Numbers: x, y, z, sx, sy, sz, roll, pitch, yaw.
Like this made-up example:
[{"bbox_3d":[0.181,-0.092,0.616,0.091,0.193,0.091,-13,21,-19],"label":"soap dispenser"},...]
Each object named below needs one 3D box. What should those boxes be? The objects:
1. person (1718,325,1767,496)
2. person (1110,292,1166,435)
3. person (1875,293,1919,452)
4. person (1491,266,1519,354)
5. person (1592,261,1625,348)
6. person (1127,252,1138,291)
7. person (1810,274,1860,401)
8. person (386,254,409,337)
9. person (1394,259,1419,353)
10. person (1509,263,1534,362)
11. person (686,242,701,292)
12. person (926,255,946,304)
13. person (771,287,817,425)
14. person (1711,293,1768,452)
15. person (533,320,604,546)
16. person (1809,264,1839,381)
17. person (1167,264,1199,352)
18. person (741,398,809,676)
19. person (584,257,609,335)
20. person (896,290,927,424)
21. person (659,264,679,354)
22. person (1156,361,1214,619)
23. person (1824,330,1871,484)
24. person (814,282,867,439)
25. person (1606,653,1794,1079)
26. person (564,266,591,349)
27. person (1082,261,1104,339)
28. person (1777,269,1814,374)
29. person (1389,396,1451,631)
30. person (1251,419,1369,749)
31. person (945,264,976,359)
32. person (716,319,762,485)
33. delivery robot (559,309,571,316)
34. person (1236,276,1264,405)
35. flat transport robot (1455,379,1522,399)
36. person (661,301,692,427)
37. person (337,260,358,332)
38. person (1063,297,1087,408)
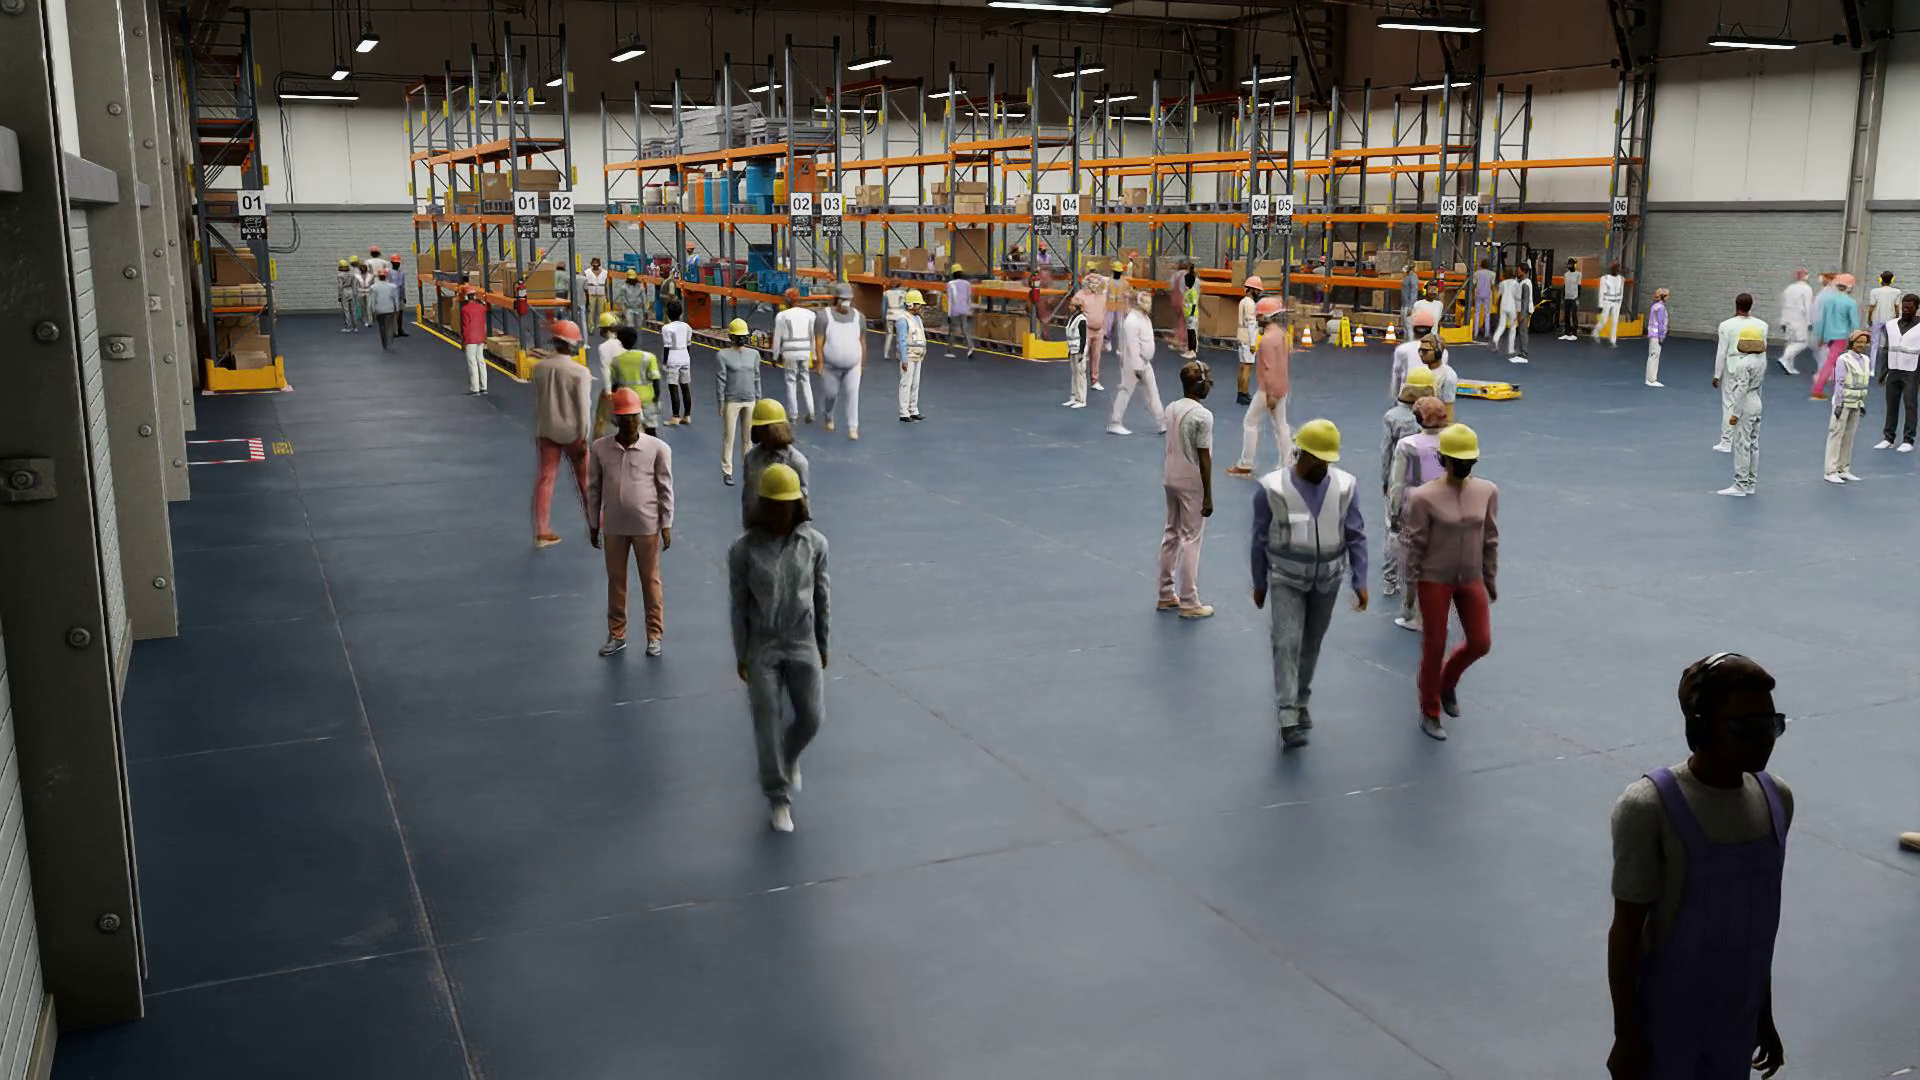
[{"bbox_3d":[8.024,-1.321,17.002,0.487,1.745,0.290,-10,15,-42],"label":"person"},{"bbox_3d":[2.393,-2.272,21.545,0.980,1.856,0.678,5,12,26],"label":"person"},{"bbox_3d":[11.473,-2.030,20.185,0.397,1.911,0.587,-6,13,-29],"label":"person"},{"bbox_3d":[11.116,-4.656,33.792,0.527,1.820,0.790,10,15,42],"label":"person"},{"bbox_3d":[13.952,-5.071,35.778,0.578,1.864,0.731,-2,11,-9],"label":"person"},{"bbox_3d":[4.992,-7.419,47.967,0.343,1.749,0.573,-2,11,-8],"label":"person"},{"bbox_3d":[13.571,-3.113,25.610,1.017,1.938,0.646,-3,11,-14],"label":"person"},{"bbox_3d":[-13.087,-5.674,38.667,0.400,1.928,0.543,6,13,28],"label":"person"},{"bbox_3d":[9.125,-4.739,33.875,0.372,1.940,0.631,0,11,1],"label":"person"},{"bbox_3d":[10.891,-4.390,32.150,0.397,1.919,0.590,3,11,14],"label":"person"},{"bbox_3d":[-7.804,-7.626,48.276,0.605,2.045,0.385,7,13,30],"label":"person"},{"bbox_3d":[-0.585,-6.650,43.913,0.575,1.820,0.622,9,15,40],"label":"person"},{"bbox_3d":[-2.254,-2.502,22.677,0.585,1.874,0.466,-7,13,-33],"label":"person"},{"bbox_3d":[9.407,-2.013,20.103,0.620,1.917,0.415,0,11,-1],"label":"person"},{"bbox_3d":[-3.453,-0.948,14.604,0.625,1.941,1.019,4,12,19],"label":"person"},{"bbox_3d":[14.943,-3.770,28.690,0.540,2.000,0.761,3,12,15],"label":"person"},{"bbox_3d":[4.680,-4.844,34.672,0.567,1.839,0.829,-6,13,-28],"label":"person"},{"bbox_3d":[-1.170,-0.018,10.385,0.492,1.742,0.318,6,13,29],"label":"person"},{"bbox_3d":[-8.605,-5.771,39.373,0.563,1.839,0.393,-5,12,-24],"label":"person"},{"bbox_3d":[-0.662,-2.513,22.868,0.403,1.824,0.591,5,12,22],"label":"person"},{"bbox_3d":[-5.944,-4.715,34.010,0.390,1.840,0.565,-5,12,-26],"label":"person"},{"bbox_3d":[1.632,-0.359,11.891,0.349,1.837,0.502,-6,13,-28],"label":"person"},{"bbox_3d":[9.532,-1.431,17.833,0.515,1.636,0.315,-7,13,-30],"label":"person"},{"bbox_3d":[-1.532,-2.331,21.379,0.692,2.000,0.771,-2,11,-12],"label":"person"},{"bbox_3d":[1.799,1.173,4.065,0.506,1.847,0.345,-4,12,-22],"label":"person"},{"bbox_3d":[-8.104,-4.971,35.234,0.534,1.868,0.310,-1,11,-7],"label":"person"},{"bbox_3d":[3.013,-5.394,37.571,0.589,1.800,0.874,-4,12,-21],"label":"person"},{"bbox_3d":[14.874,-3.877,29.640,0.523,1.884,0.669,-1,11,-7],"label":"person"},{"bbox_3d":[3.219,-0.177,11.467,0.519,1.632,0.322,0,11,-1],"label":"person"},{"bbox_3d":[1.908,0.234,9.017,0.584,1.772,0.881,-1,11,-6],"label":"person"},{"bbox_3d":[0.014,-4.531,32.985,0.590,1.886,0.941,-6,13,-27],"label":"person"},{"bbox_3d":[-2.336,-1.468,17.692,0.534,1.767,0.318,-8,14,-34],"label":"person"},{"bbox_3d":[-10.537,-6.216,44.671,0.477,0.478,0.707,-5,12,-23],"label":"delivery robot"},{"bbox_3d":[4.369,-3.000,25.063,0.368,1.929,0.542,-1,11,-4],"label":"person"},{"bbox_3d":[8.034,-2.394,26.209,0.652,0.197,1.431,-10,15,-41],"label":"flat transport robot"},{"bbox_3d":[-3.847,-2.387,22.542,0.316,1.696,0.540,7,13,31],"label":"person"},{"bbox_3d":[-14.964,-5.950,40.536,0.318,1.740,0.488,6,13,27],"label":"person"},{"bbox_3d":[1.734,-2.780,24.680,0.312,1.642,0.512,-3,12,-16],"label":"person"}]
